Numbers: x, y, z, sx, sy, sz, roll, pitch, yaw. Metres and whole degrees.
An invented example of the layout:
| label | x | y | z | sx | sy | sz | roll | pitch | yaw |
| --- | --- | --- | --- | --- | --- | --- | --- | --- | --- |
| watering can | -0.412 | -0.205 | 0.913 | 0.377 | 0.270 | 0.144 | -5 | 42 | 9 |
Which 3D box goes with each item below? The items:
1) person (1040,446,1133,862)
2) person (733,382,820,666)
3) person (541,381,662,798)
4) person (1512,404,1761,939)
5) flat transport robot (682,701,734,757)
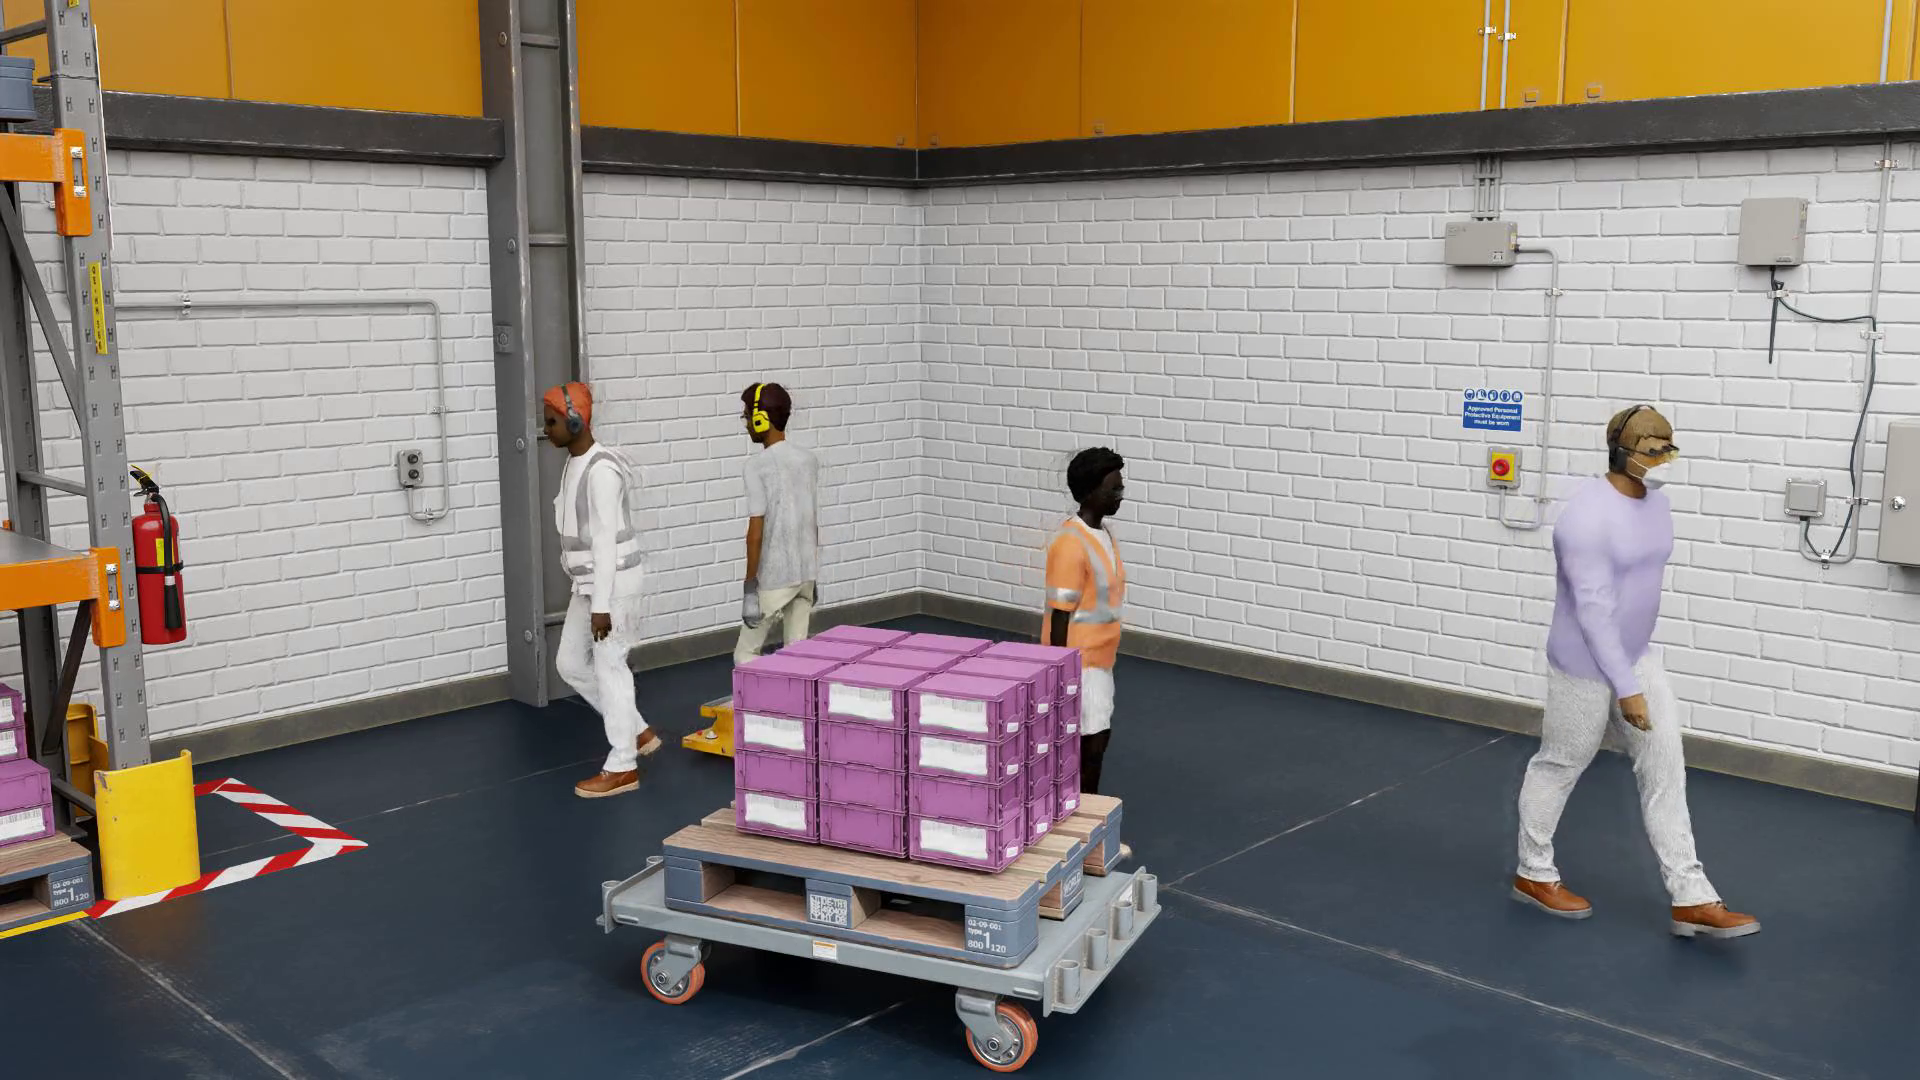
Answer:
| label | x | y | z | sx | sy | sz | roll | pitch | yaw |
| --- | --- | --- | --- | --- | --- | --- | --- | --- | --- |
| person | 0.397 | 0.457 | 6.571 | 0.512 | 1.678 | 0.550 | 3 | 10 | 20 |
| person | -0.826 | 0.198 | 7.673 | 0.376 | 1.849 | 0.548 | 8 | 12 | 40 |
| person | -1.635 | 0.221 | 7.471 | 0.410 | 1.868 | 0.620 | -5 | 10 | -27 |
| person | 2.360 | 0.481 | 5.797 | 0.636 | 1.892 | 0.972 | -7 | 11 | -35 |
| flat transport robot | -0.695 | 0.856 | 8.478 | 0.652 | 0.197 | 1.431 | 6 | 11 | 32 |
